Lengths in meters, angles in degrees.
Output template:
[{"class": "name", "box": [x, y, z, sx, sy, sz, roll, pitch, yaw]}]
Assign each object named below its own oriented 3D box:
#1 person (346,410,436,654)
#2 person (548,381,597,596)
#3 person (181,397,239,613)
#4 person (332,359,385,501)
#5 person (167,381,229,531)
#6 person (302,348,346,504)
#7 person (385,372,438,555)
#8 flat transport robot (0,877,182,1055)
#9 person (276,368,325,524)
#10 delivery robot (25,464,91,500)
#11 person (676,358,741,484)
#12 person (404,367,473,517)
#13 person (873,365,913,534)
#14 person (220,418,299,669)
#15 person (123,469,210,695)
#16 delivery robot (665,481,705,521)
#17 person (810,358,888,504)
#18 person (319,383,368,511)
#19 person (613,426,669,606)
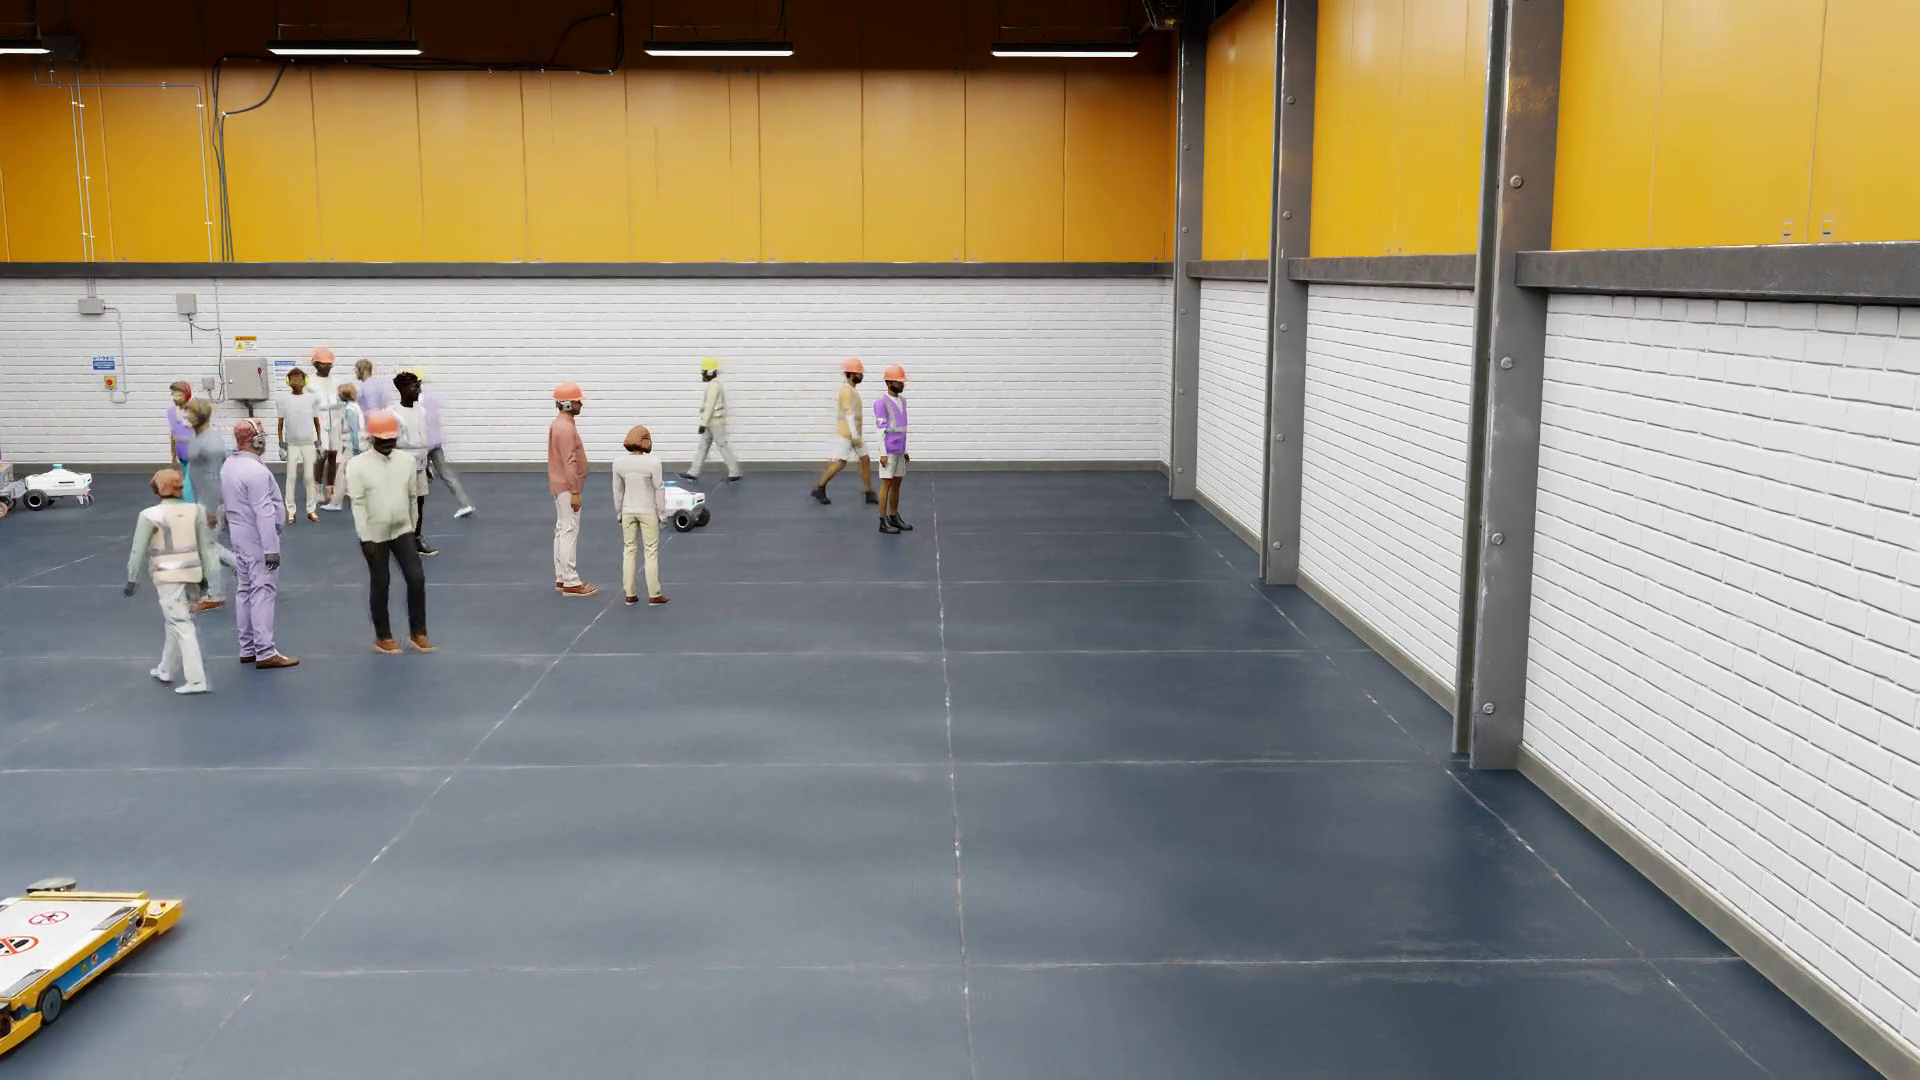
[{"class": "person", "box": [-4.461, -0.043, 12.975, 0.599, 1.954, 0.685, -9, 13, -43]}, {"class": "person", "box": [-3.635, -0.478, 15.492, 0.379, 1.996, 0.611, -4, 10, -23]}, {"class": "person", "box": [-6.613, -0.319, 14.751, 0.568, 1.919, 0.642, -5, 11, -30]}, {"class": "person", "box": [-7.685, -1.430, 21.765, 1.100, 1.877, 0.623, -1, 9, -9]}, {"class": "person", "box": [-8.618, -0.919, 18.824, 0.598, 1.801, 0.875, 5, 10, 27]}, {"class": "person", "box": [-8.176, -1.474, 21.510, 0.531, 2.017, 0.619, 9, 13, 44]}, {"class": "person", "box": [-5.768, -0.782, 17.446, 0.362, 1.966, 0.611, 4, 10, 23]}, {"class": "flat transport robot", "box": [-3.956, 1.767, 7.004, 0.652, 0.197, 1.431, 0, 9, 2]}, {"class": "person", "box": [-7.875, -1.125, 19.880, 0.521, 1.861, 0.335, -5, 11, -29]}, {"class": "delivery robot", "box": [-11.420, -0.717, 21.080, 0.707, 0.478, 0.477, -3, 10, -16]}, {"class": "person", "box": [-3.522, -1.662, 23.403, 0.921, 1.784, 0.602, -2, 9, -10]}, {"class": "person", "box": [-6.441, -1.175, 20.232, 1.064, 1.857, 0.601, 3, 10, 15]}, {"class": "person", "box": [-0.751, -1.043, 19.145, 0.367, 1.935, 0.545, 5, 11, 29]}, {"class": "person", "box": [-5.345, 0.023, 12.686, 0.409, 1.908, 0.652, -9, 13, -43]}, {"class": "person", "box": [-5.703, 0.295, 11.935, 0.797, 1.599, 0.531, 4, 10, 23]}, {"class": "delivery robot", "box": [-3.351, -0.441, 19.382, 0.707, 0.478, 0.477, 2, 10, 15]}, {"class": "person", "box": [-1.458, -1.386, 21.378, 0.959, 1.901, 0.546, 2, 9, 11]}, {"class": "person", "box": [-7.682, -1.154, 20.843, 0.804, 1.603, 0.527, -1, 9, -9]}, {"class": "person", "box": [-2.882, -0.220, 15.018, 0.499, 1.633, 0.279, 3, 10, 15]}]
